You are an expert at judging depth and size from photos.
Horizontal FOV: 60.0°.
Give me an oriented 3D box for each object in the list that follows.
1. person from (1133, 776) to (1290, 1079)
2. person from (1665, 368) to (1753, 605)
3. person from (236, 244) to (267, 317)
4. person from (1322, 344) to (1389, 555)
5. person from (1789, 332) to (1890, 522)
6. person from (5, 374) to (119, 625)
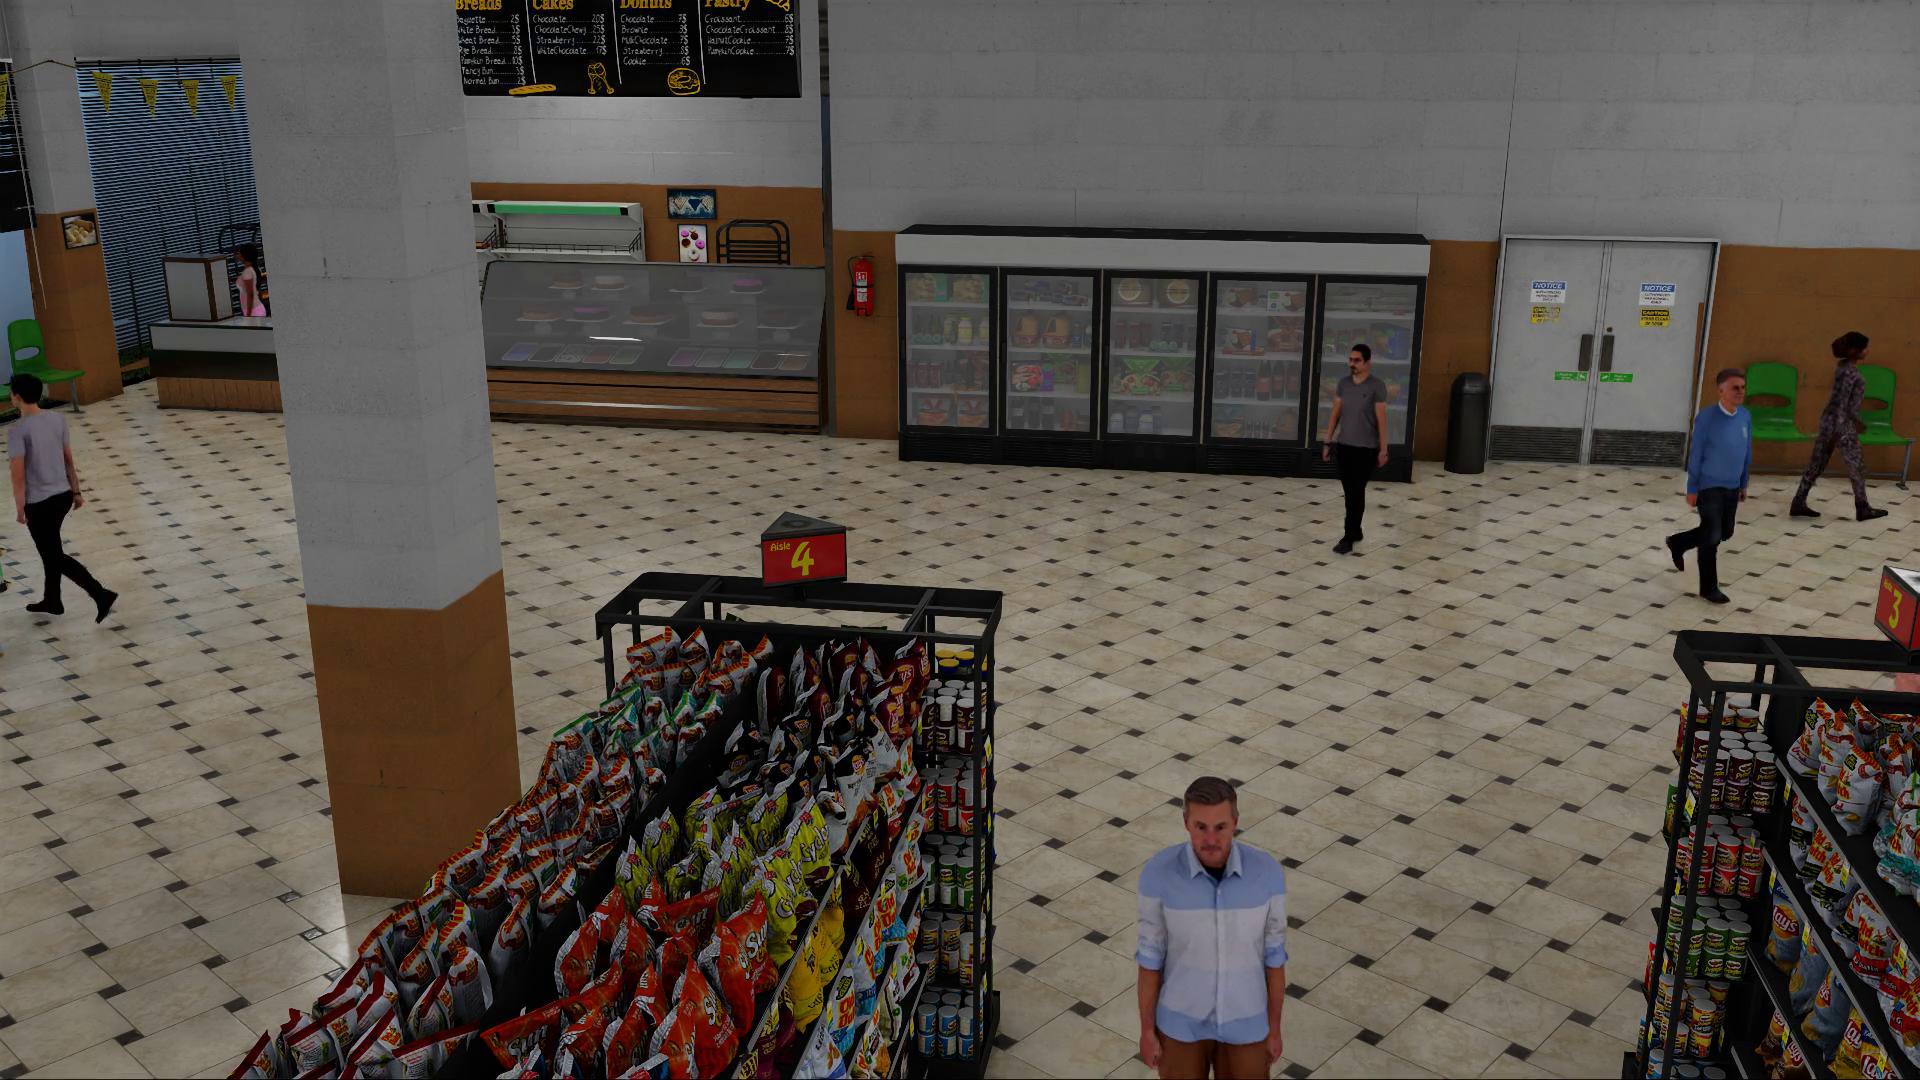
[{"bbox_3d":[0.871,1.634,5.860,0.753,1.812,0.805,0,17,1],"label":"person"},{"bbox_3d":[5.743,-0.449,12.751,0.977,1.795,1.128,-6,18,-19],"label":"person"},{"bbox_3d":[-8.718,-2.790,20.549,0.696,1.742,0.541,-2,17,-6],"label":"person"},{"bbox_3d":[3.384,-0.783,13.957,1.032,1.732,0.938,-16,23,-42],"label":"person"},{"bbox_3d":[7.663,-0.986,14.713,0.678,1.681,0.953,4,17,14],"label":"person"},{"bbox_3d":[-6.551,-0.264,12.072,0.779,1.834,1.077,4,17,13],"label":"person"}]
